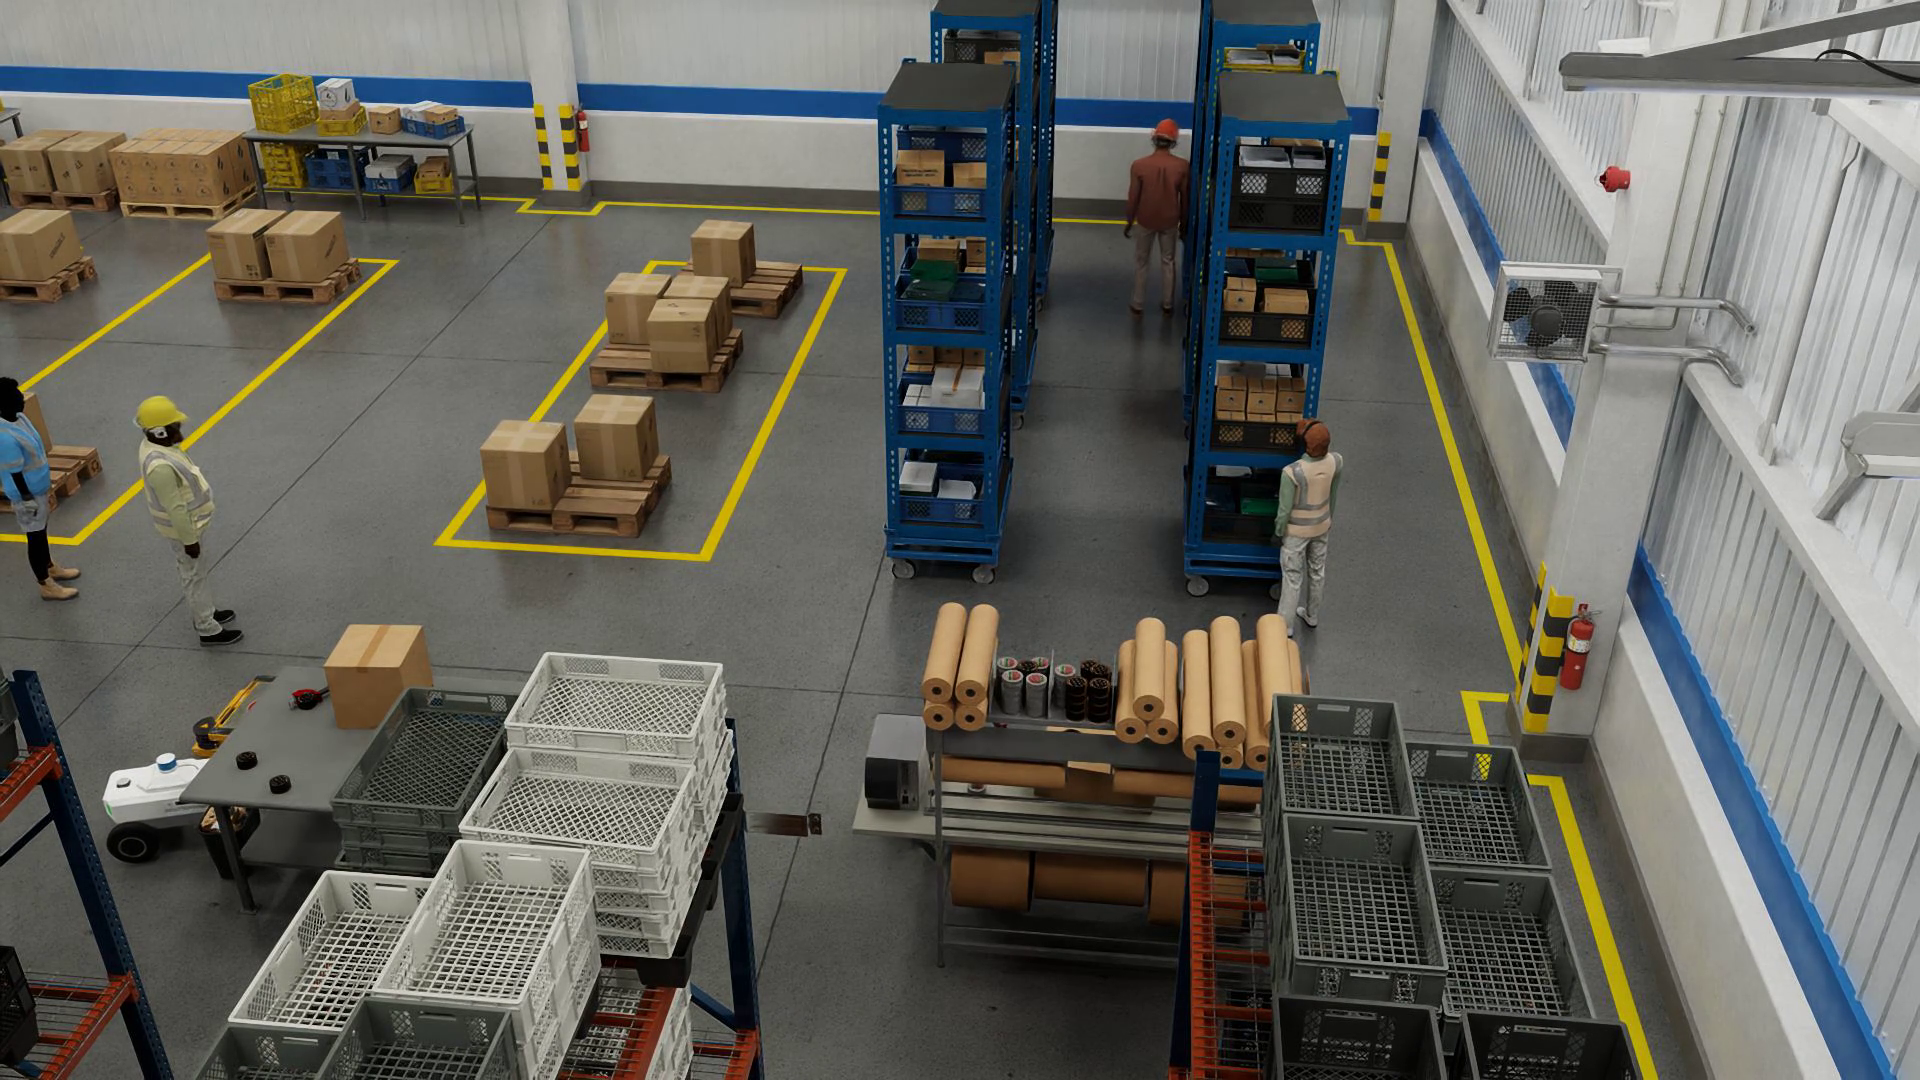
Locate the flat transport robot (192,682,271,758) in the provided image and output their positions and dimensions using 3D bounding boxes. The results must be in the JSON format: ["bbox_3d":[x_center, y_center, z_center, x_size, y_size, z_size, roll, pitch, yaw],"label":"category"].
[{"bbox_3d":[-4.089,1.163,10.648,1.431,0.197,0.652,3,30,6],"label":"flat transport robot"}]

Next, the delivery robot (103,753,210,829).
[{"bbox_3d":[-4.599,1.470,9.751,0.707,0.478,0.477,-7,31,-11],"label":"delivery robot"}]

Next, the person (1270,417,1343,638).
[{"bbox_3d":[2.367,-0.081,11.433,0.511,1.641,0.308,-16,34,-26],"label":"person"}]

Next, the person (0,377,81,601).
[{"bbox_3d":[-6.644,-0.377,11.885,0.318,1.695,0.539,-11,32,-17],"label":"person"}]

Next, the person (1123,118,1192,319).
[{"bbox_3d":[1.936,-3.153,16.395,0.647,1.980,0.440,-2,30,-3],"label":"person"}]

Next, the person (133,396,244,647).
[{"bbox_3d":[-5.275,-0.134,11.333,0.403,1.835,0.586,-15,33,-24],"label":"person"}]
